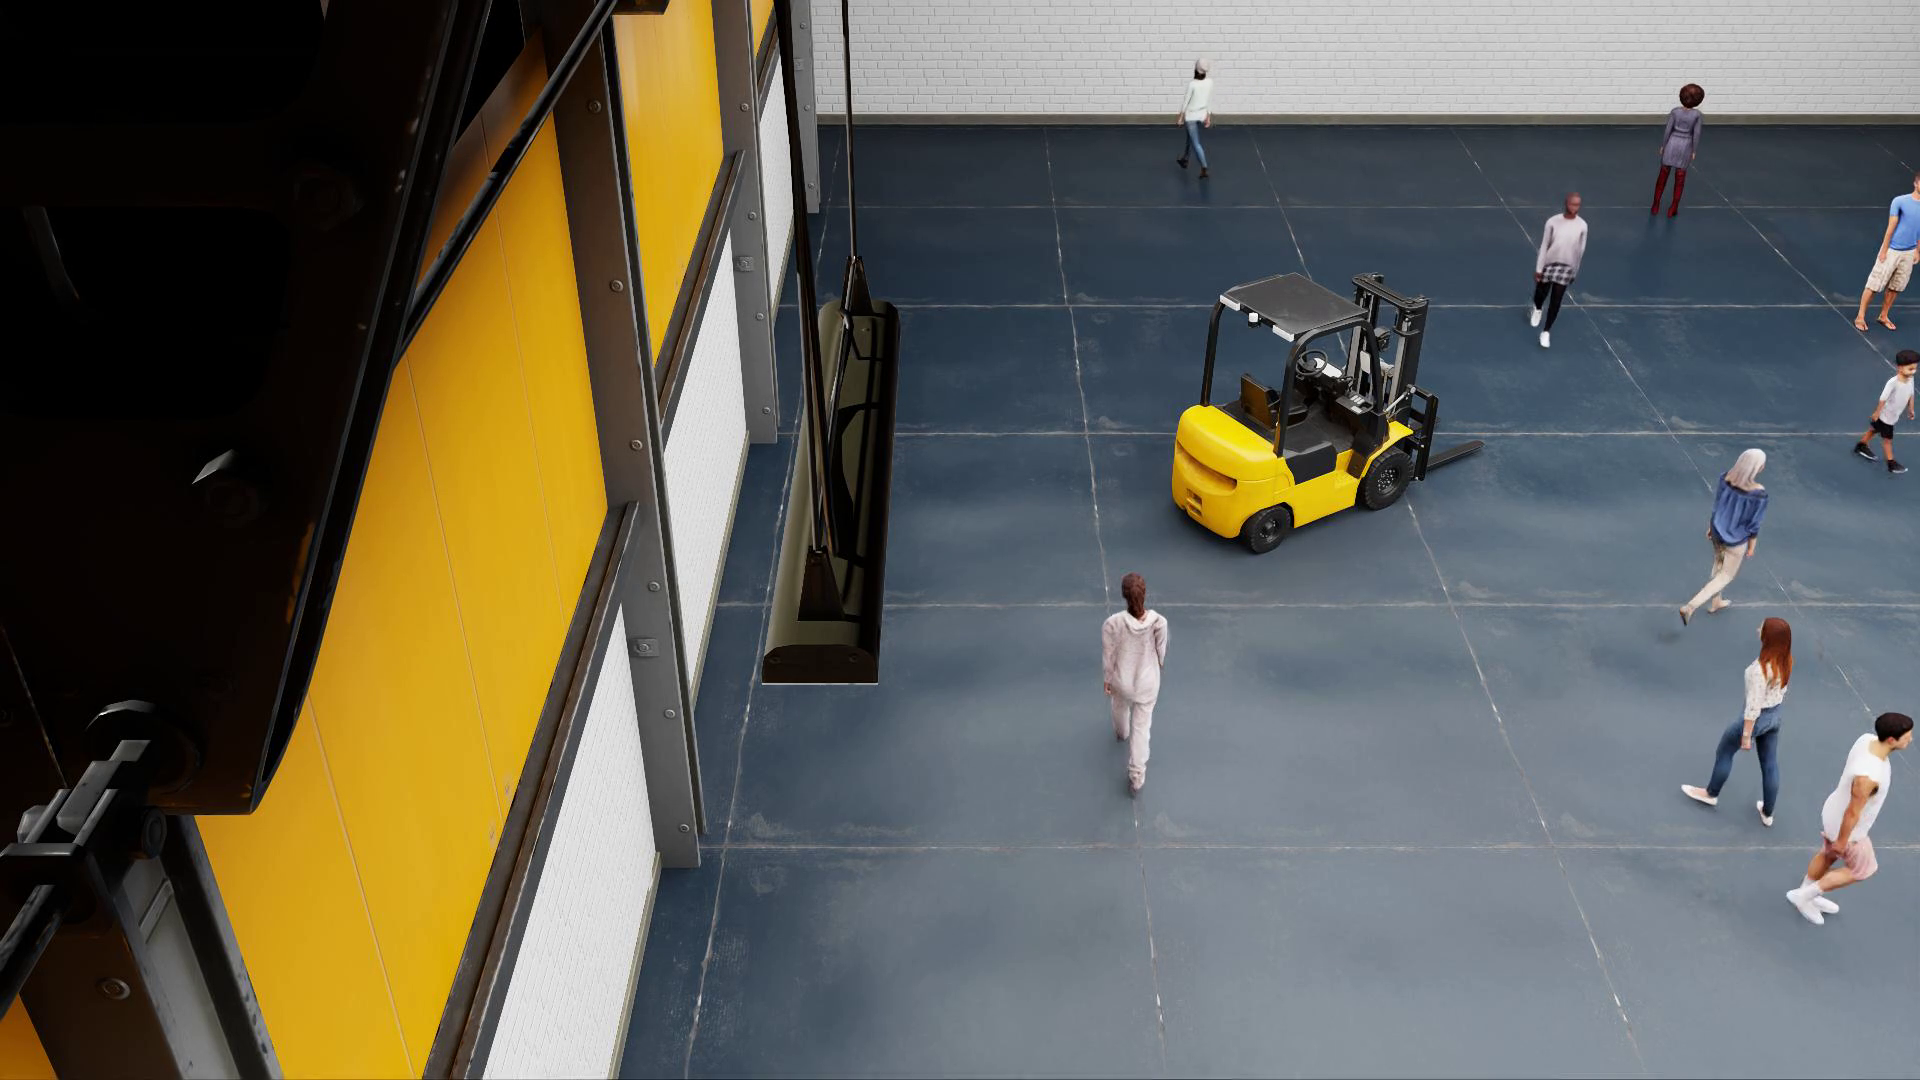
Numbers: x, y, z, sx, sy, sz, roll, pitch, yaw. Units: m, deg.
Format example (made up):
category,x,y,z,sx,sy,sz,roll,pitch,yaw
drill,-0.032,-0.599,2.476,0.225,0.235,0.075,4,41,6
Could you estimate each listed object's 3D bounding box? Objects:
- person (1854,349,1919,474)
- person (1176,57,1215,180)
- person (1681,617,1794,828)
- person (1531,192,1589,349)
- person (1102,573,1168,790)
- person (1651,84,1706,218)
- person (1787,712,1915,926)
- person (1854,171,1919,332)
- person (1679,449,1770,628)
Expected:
category,x,y,z,sx,sy,sz,roll,pitch,yaw
person,9.050,-1.309,16.258,0.729,1.226,0.914,-16,37,-22
person,3.226,-5.665,22.465,0.939,1.609,1.169,-18,37,-24
person,5.766,1.309,11.889,0.864,1.703,0.970,-17,37,-24
person,6.586,-3.034,18.373,0.748,1.759,0.901,8,34,12
person,1.290,1.074,12.292,0.715,1.648,1.112,4,34,6
person,9.235,-5.012,21.393,0.663,1.710,0.671,17,37,24
person,5.819,1.822,11.055,0.822,1.772,0.736,12,36,18
person,10.510,-3.262,18.622,0.652,1.863,0.560,-1,34,-1
person,6.361,0.008,13.872,0.992,1.675,1.063,-18,38,-25
